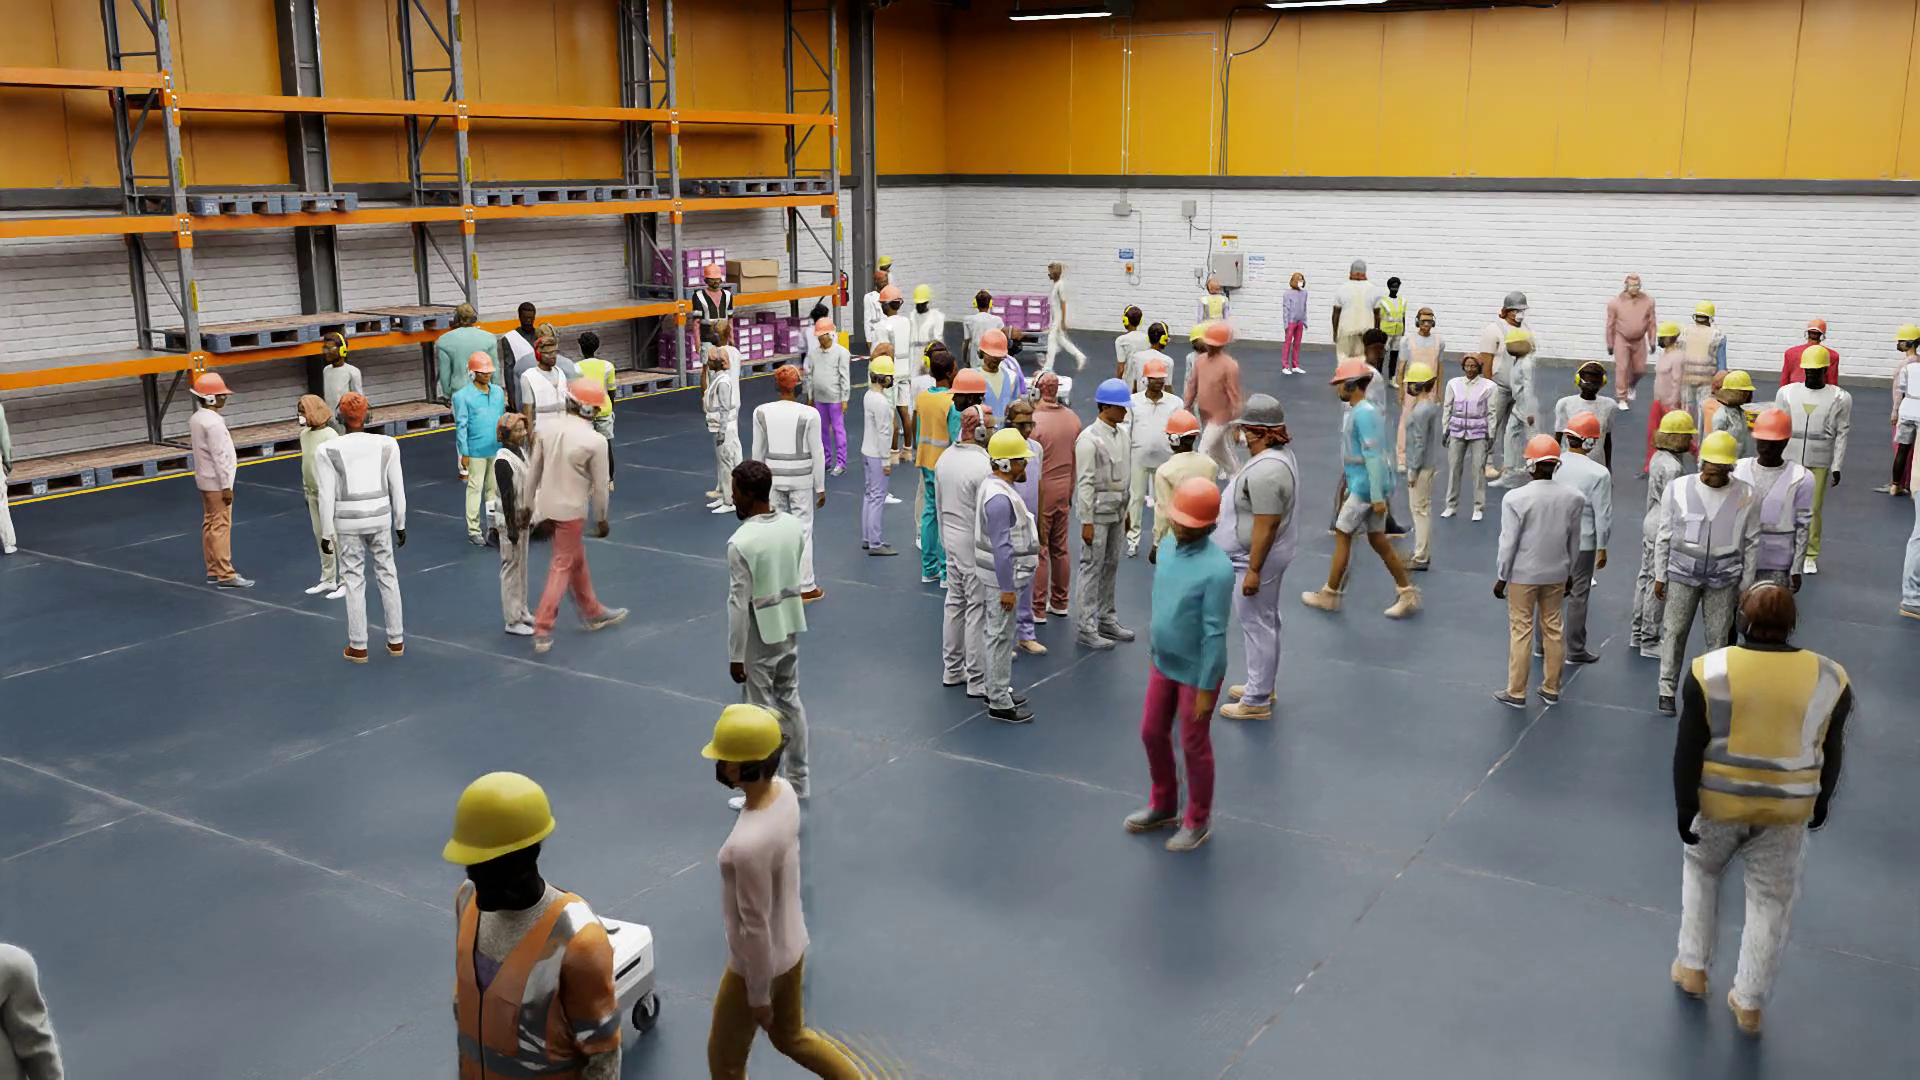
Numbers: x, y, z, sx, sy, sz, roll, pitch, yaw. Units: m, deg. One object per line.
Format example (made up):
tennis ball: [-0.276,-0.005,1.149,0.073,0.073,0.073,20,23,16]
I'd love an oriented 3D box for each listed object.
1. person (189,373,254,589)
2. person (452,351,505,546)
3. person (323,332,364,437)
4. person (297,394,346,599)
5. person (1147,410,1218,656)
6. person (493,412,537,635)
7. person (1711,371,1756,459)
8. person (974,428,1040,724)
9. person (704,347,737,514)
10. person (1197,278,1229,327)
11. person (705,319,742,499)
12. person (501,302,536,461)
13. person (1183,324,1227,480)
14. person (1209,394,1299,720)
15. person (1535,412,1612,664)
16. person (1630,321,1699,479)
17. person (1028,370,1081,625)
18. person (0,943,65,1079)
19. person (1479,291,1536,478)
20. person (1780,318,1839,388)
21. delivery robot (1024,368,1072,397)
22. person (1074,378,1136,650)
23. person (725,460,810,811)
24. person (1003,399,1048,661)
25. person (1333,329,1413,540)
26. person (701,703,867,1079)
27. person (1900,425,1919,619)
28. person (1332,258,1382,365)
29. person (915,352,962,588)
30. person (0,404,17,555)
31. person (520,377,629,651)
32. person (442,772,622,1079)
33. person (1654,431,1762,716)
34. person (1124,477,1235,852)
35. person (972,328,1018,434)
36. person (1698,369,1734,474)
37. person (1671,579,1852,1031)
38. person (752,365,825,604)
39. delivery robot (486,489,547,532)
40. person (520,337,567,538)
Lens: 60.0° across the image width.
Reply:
person: [-6.033,-0.485,13.535,0.327,1.753,0.561,-10,16,-38]
person: [-4.293,-0.835,15.055,0.337,1.749,0.574,8,15,31]
person: [-5.779,-1.013,15.562,0.535,1.875,0.314,8,15,31]
person: [-5.071,-0.348,13.226,0.494,1.625,0.282,10,16,37]
person: [1.531,-0.033,11.577,0.561,1.752,0.326,-11,17,-39]
person: [-3.264,-0.124,12.229,0.307,1.637,0.513,-1,13,-2]
person: [6.367,-0.536,13.785,0.297,1.744,0.487,12,18,42]
person: [0.290,0.213,10.334,0.403,1.834,0.589,-1,13,-2]
person: [-2.351,-1.083,16.381,0.307,1.641,0.511,-4,13,-15]
person: [3.858,-3.169,25.432,0.511,1.641,0.309,-3,13,-13]
person: [-2.428,-1.339,17.040,0.337,1.845,0.514,6,14,23]
person: [-4.740,-1.653,18.248,0.379,1.915,0.591,10,16,37]
person: [2.675,-1.489,17.989,0.500,1.702,0.496,9,16,33]
person: [1.824,0.095,10.396,0.539,2.000,0.689,4,14,18]
person: [4.244,-0.019,11.514,0.333,1.749,0.574,-10,16,-36]
person: [7.736,-1.500,17.989,0.720,1.749,0.528,-1,13,-6]
person: [0.617,-0.321,12.492,0.409,1.907,0.651,11,17,40]
person: [-2.780,1.640,4.655,0.516,1.602,0.429,-4,13,-16]
person: [6.032,-1.704,18.199,0.672,2.000,0.536,-6,14,-25]
person: [9.290,-1.557,18.225,0.573,1.739,0.355,8,15,33]
delivery robot: [1.191,-2.153,23.195,0.707,0.478,0.477,-3,13,-12]
person: [1.041,-0.189,11.851,0.416,1.940,0.607,9,16,35]
person: [-1.021,0.520,8.849,0.384,1.910,0.596,7,15,29]
person: [0.382,-0.069,11.566,0.511,1.836,0.357,-10,16,-36]
person: [3.832,-0.975,15.313,0.801,1.918,0.627,-1,13,-5]
person: [-0.590,1.367,5.528,0.746,1.740,0.528,3,13,11]
person: [7.430,-0.398,12.629,0.387,1.996,0.611,9,16,34]
person: [5.752,-3.085,24.187,0.699,2.000,0.627,1,13,4]
person: [-0.147,-0.570,13.543,0.392,1.922,0.587,-9,16,-35]
person: [-8.561,-0.651,14.511,0.523,1.638,0.310,-10,16,-36]
person: [-2.813,-0.205,11.975,0.639,1.926,0.865,10,16,36]
person: [-1.155,1.526,4.436,0.594,1.924,0.372,10,16,36]
person: [4.626,0.217,10.339,0.592,1.825,0.403,5,14,21]
person: [1.126,0.628,8.277,0.460,1.958,0.657,-7,15,-29]
person: [0.265,-0.801,14.298,0.605,2.034,0.392,-8,15,-31]
person: [6.681,-0.684,14.654,0.307,1.641,0.511,-3,13,-12]
person: [3.213,1.045,6.763,0.630,1.825,0.626,4,14,18]
person: [-1.329,-0.433,13.029,0.587,1.882,0.342,4,14,16]
delivery robot: [-3.981,-0.295,15.134,0.477,0.478,0.707,6,14,24]
person: [-3.830,-0.965,15.415,0.395,1.847,0.564,7,15,26]
